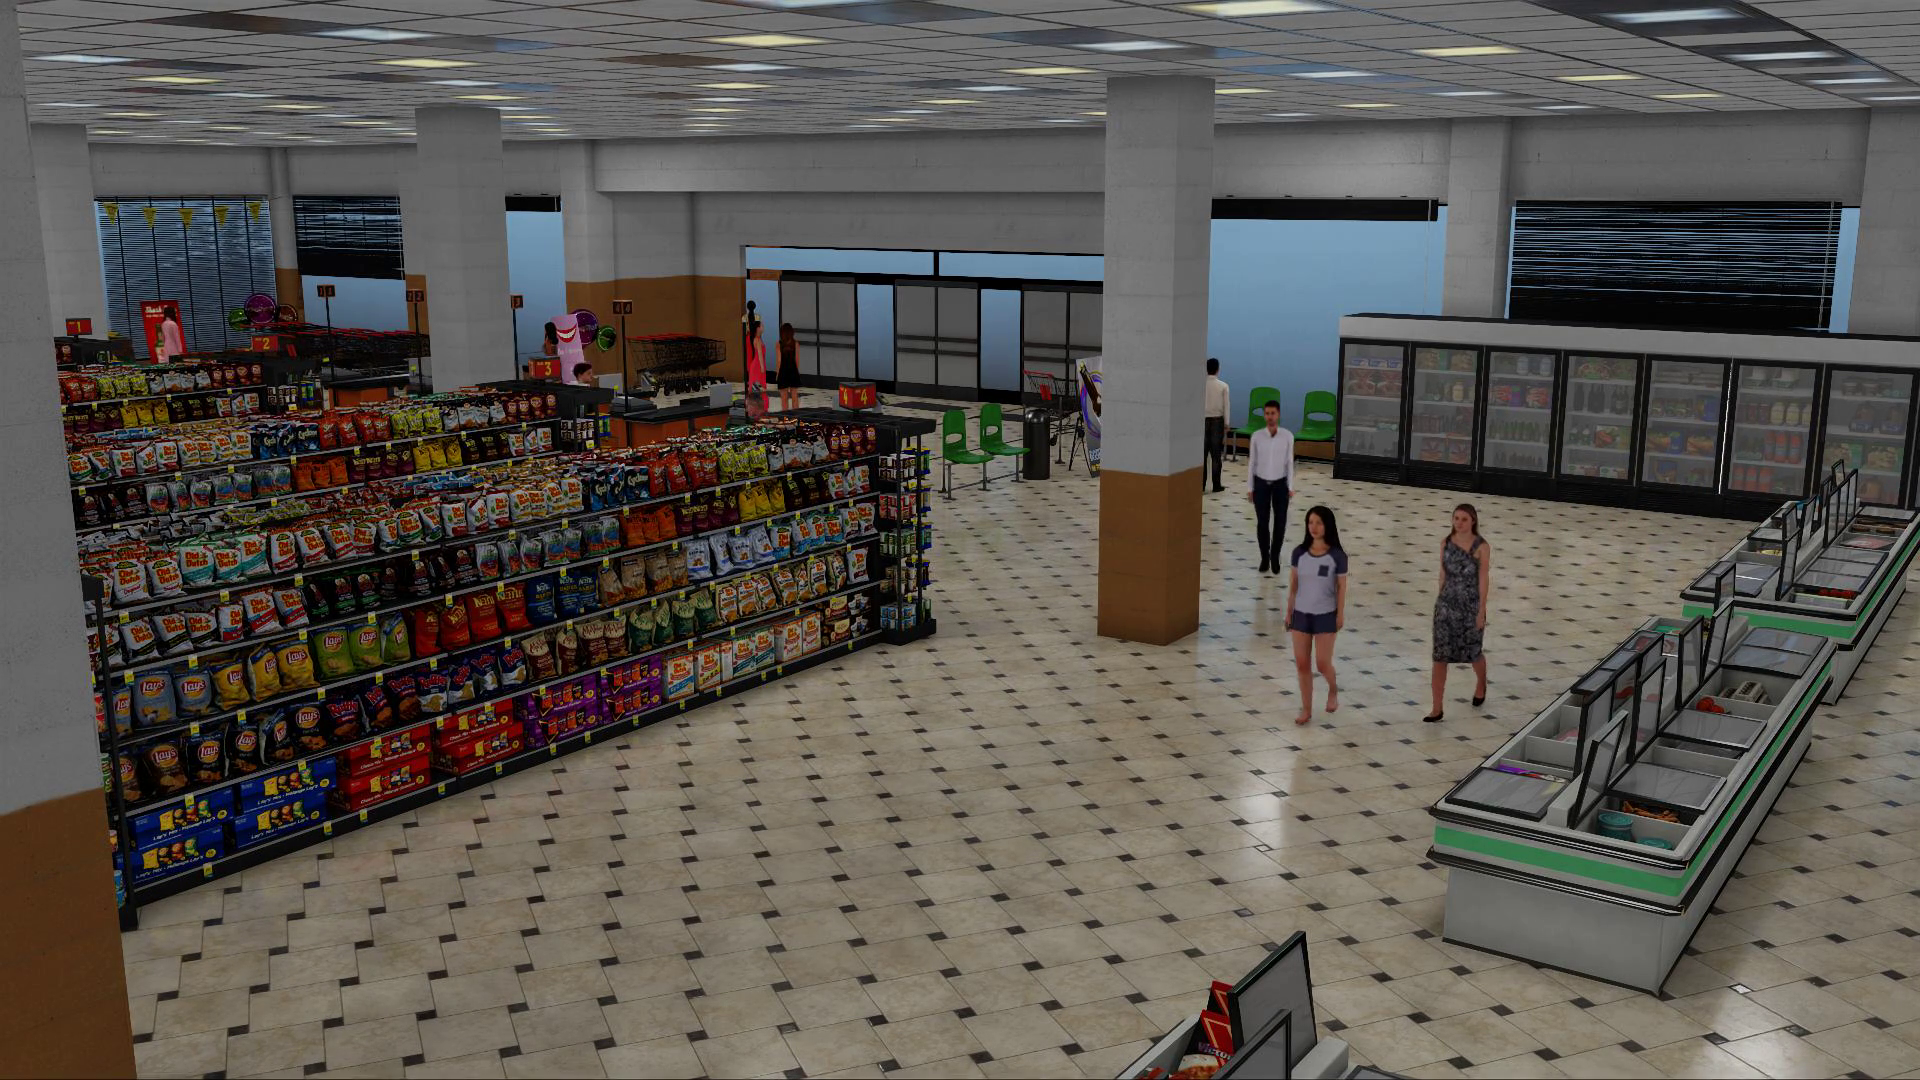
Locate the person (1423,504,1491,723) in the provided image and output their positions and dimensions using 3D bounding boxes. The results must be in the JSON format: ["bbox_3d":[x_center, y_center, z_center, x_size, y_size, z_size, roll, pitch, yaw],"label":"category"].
[{"bbox_3d":[3.921,0.559,12.839,0.645,1.665,1.142,10,15,38],"label":"person"}]

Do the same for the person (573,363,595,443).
[{"bbox_3d":[-4.860,-1.286,21.117,1.029,1.864,1.254,3,12,15],"label":"person"}]

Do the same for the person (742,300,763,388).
[{"bbox_3d":[-4.315,-4.079,34.556,0.641,1.792,0.745,-5,13,-23],"label":"person"}]

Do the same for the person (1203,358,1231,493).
[{"bbox_3d":[3.394,-1.560,22.555,0.716,1.809,0.635,4,13,19],"label":"person"}]

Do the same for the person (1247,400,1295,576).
[{"bbox_3d":[3.343,-0.588,17.836,0.738,1.851,0.775,3,12,15],"label":"person"}]

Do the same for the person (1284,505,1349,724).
[{"bbox_3d":[2.762,0.562,12.750,0.597,1.695,0.643,9,15,36],"label":"person"}]

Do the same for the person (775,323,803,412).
[{"bbox_3d":[-2.914,-2.763,28.206,0.635,1.834,0.730,-5,13,-21],"label":"person"}]

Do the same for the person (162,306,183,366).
[{"bbox_3d":[-15.456,-3.680,32.640,0.639,1.801,0.545,7,14,29],"label":"person"}]

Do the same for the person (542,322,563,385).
[{"bbox_3d":[-7.541,-3.214,30.806,0.786,1.645,0.636,2,12,9],"label":"person"}]

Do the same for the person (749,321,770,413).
[{"bbox_3d":[-3.649,-3.103,30.081,0.752,1.727,0.715,-4,13,-18],"label":"person"}]
